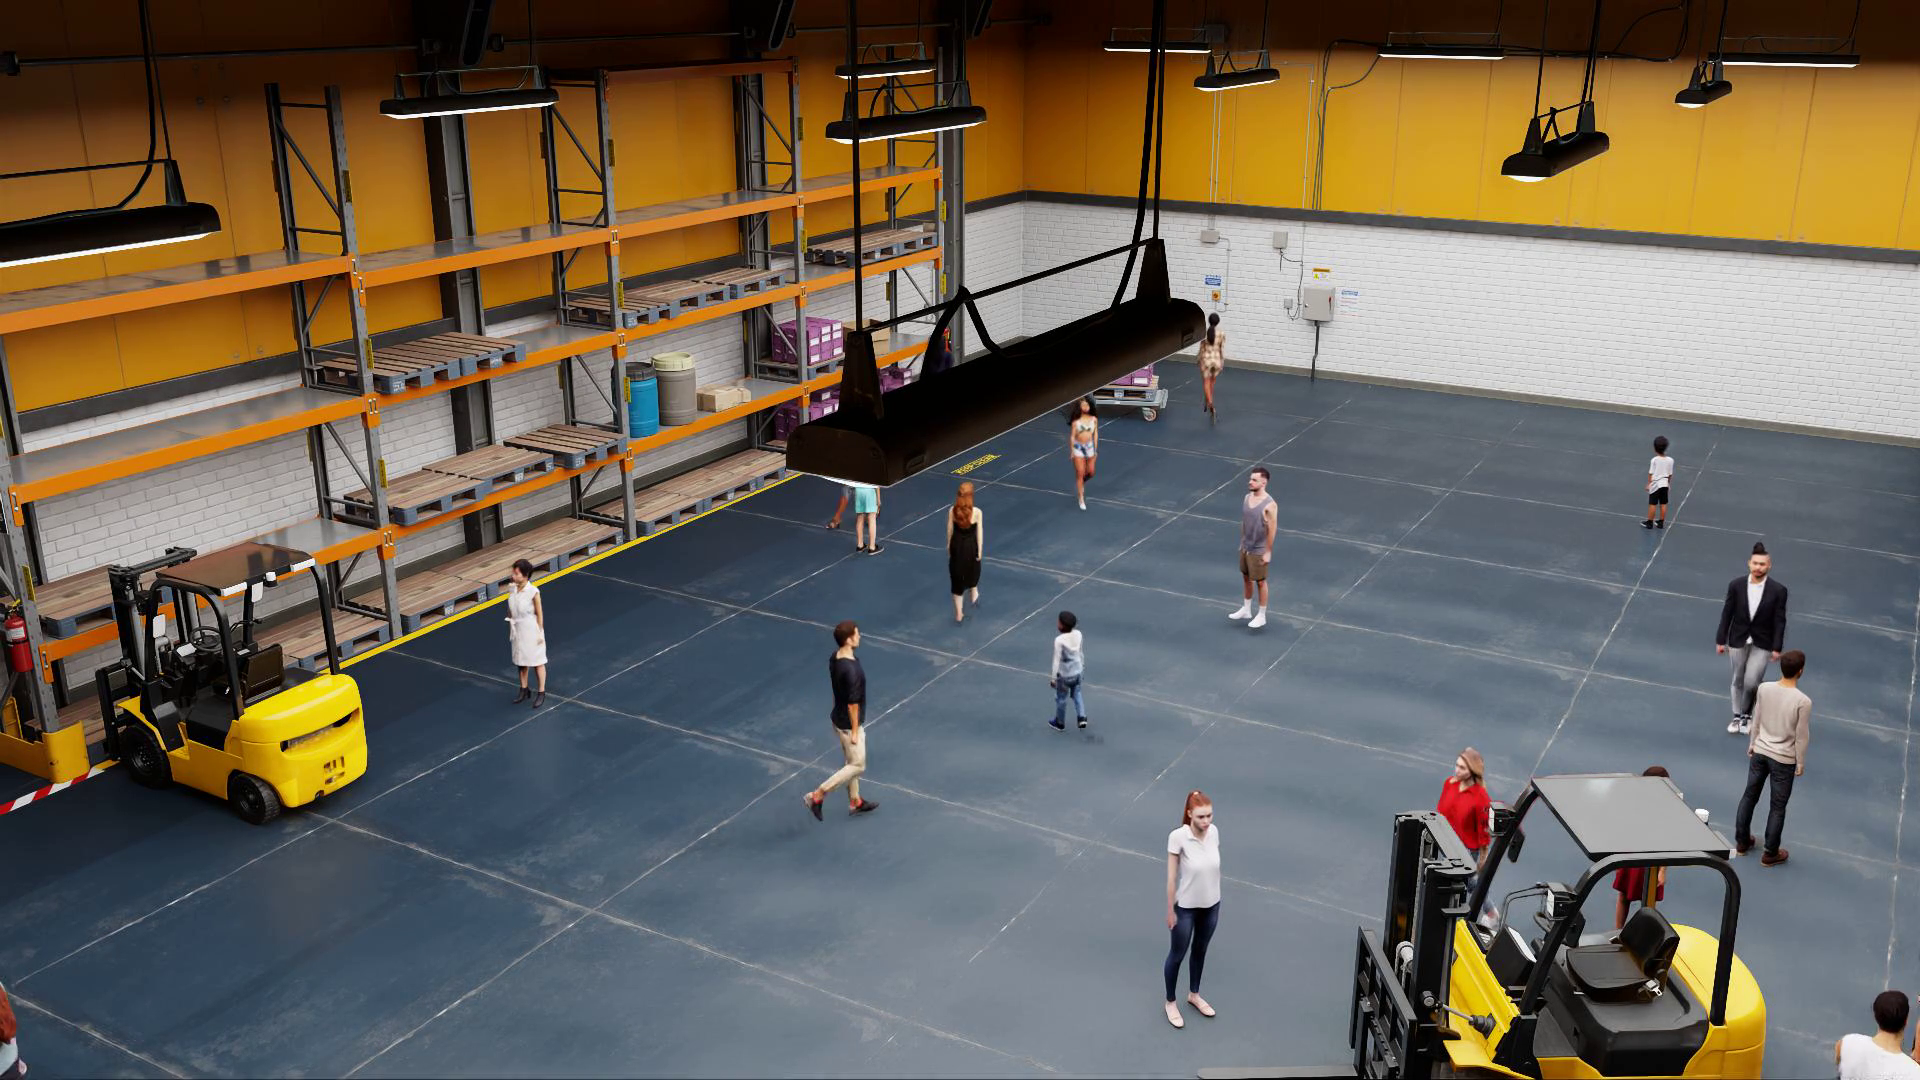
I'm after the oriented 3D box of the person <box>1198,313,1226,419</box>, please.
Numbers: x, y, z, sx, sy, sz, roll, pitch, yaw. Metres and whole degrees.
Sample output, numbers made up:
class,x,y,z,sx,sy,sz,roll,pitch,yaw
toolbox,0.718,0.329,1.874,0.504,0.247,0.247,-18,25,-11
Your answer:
class,x,y,z,sx,sy,sz,roll,pitch,yaw
person,4.186,-2.873,27.728,0.952,1.764,1.124,-1,19,-3

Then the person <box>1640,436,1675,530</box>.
class,x,y,z,sx,sy,sz,roll,pitch,yaw
person,9.369,-0.769,22.271,0.574,1.257,0.621,-2,19,-5

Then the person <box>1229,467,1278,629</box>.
class,x,y,z,sx,sy,sz,roll,pitch,yaw
person,3.327,0.057,18.654,0.734,1.847,0.719,-11,22,-30

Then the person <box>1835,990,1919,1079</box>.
class,x,y,z,sx,sy,sz,roll,pitch,yaw
person,4.976,3.350,9.254,0.959,1.760,0.823,-11,22,-30

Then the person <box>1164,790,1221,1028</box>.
class,x,y,z,sx,sy,sz,roll,pitch,yaw
person,1.632,2.555,11.647,0.632,1.739,0.723,-9,21,-25

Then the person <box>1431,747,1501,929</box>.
class,x,y,z,sx,sy,sz,roll,pitch,yaw
person,3.809,2.324,12.448,1.213,1.665,1.057,-8,20,-22

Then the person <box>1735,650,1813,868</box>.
class,x,y,z,sx,sy,sz,roll,pitch,yaw
person,6.722,1.786,13.734,0.705,1.864,0.719,-12,22,-32

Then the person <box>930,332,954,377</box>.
class,x,y,z,sx,sy,sz,roll,pitch,yaw
person,-0.344,-2.486,26.648,0.612,1.718,0.907,9,21,26

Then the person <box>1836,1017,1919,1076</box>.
class,x,y,z,sx,sy,sz,roll,pitch,yaw
person,5.847,3.046,10.088,1.111,1.803,1.081,-8,20,-22

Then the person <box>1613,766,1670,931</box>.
class,x,y,z,sx,sy,sz,roll,pitch,yaw
person,5.104,2.391,12.426,0.589,1.553,0.649,15,24,38

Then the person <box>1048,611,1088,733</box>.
class,x,y,z,sx,sy,sz,roll,pitch,yaw
person,1.083,1.289,16.166,0.690,1.255,0.725,-11,22,-30

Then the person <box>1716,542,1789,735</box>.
class,x,y,z,sx,sy,sz,roll,pitch,yaw
person,7.699,0.934,16.141,0.773,1.944,0.713,14,23,36

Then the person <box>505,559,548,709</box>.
class,x,y,z,sx,sy,sz,roll,pitch,yaw
person,-4.368,0.923,16.780,0.558,1.555,0.520,9,21,26

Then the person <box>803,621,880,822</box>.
class,x,y,z,sx,sy,sz,roll,pitch,yaw
person,-1.043,1.592,14.350,1.076,1.840,0.966,-8,20,-23

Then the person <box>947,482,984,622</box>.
class,x,y,z,sx,sy,sz,roll,pitch,yaw
person,0.029,0.165,18.999,0.870,1.577,1.157,2,19,7

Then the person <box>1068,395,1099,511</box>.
class,x,y,z,sx,sy,sz,roll,pitch,yaw
person,1.695,-1.232,23.088,0.807,1.614,0.883,-3,19,-10
